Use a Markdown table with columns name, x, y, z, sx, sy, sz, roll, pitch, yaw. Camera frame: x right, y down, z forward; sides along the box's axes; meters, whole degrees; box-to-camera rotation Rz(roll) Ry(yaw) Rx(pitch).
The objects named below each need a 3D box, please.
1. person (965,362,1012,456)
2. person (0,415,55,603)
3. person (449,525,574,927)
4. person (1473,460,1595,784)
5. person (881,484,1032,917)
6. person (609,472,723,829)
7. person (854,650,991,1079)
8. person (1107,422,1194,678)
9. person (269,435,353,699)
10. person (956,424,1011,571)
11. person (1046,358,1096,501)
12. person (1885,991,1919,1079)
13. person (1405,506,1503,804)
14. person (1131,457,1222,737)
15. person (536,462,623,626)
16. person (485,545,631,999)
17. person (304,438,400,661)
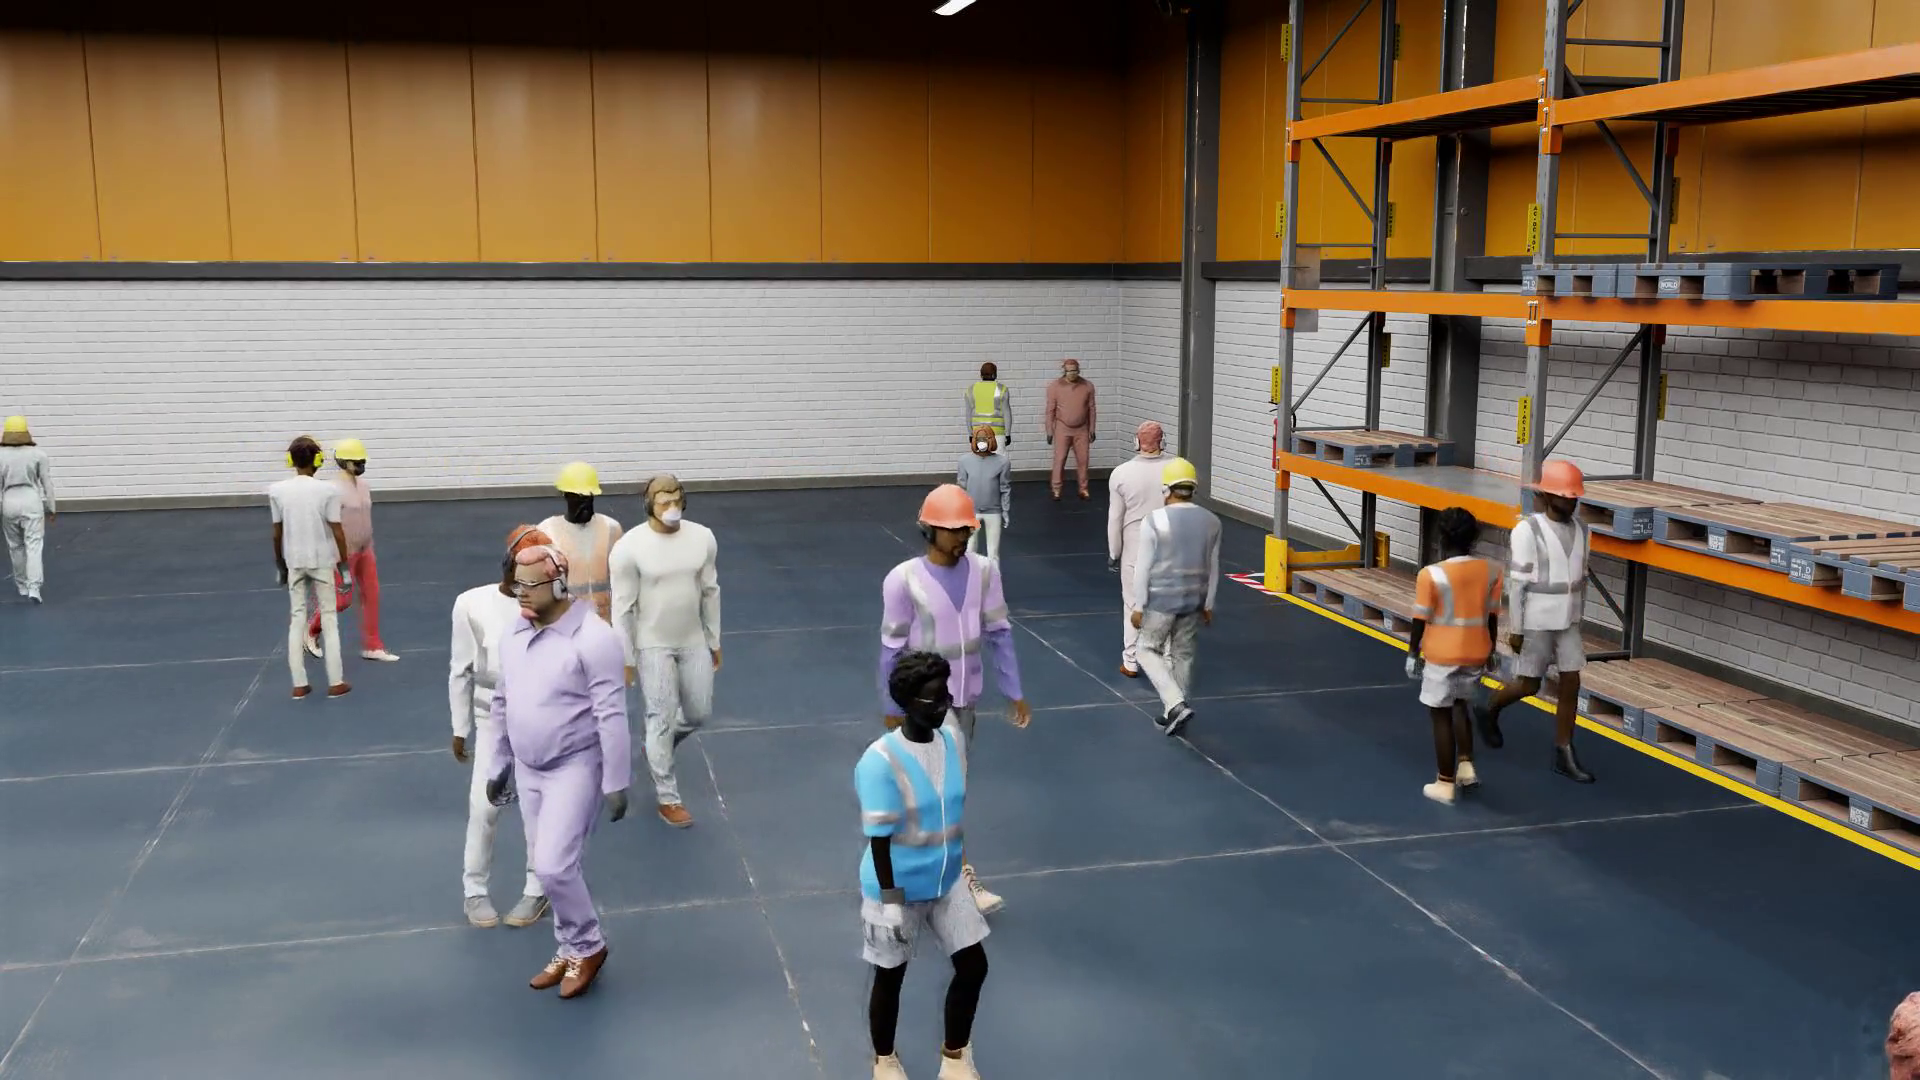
| name | x | y | z | sx | sy | sz | roll | pitch | yaw |
| --- | --- | --- | --- | --- | --- | --- | --- | --- | --- |
| person | 0.384 | -1.389 | 21.611 | 0.627 | 1.844 | 0.429 | 3 | 10 | 20 |
| person | -8.550 | -0.288 | 15.177 | 0.499 | 1.702 | 0.894 | -4 | 10 | -25 |
| person | -2.030 | 0.849 | 7.640 | 0.596 | 1.850 | 0.394 | -2 | 9 | -11 |
| person | 3.461 | 0.452 | 9.943 | 0.555 | 1.911 | 0.789 | -4 | 10 | -21 |
| person | -0.003 | 0.740 | 7.832 | 0.630 | 1.998 | 1.012 | -6 | 11 | -35 |
| person | -1.624 | 0.573 | 9.091 | 0.639 | 1.926 | 0.606 | -7 | 12 | -38 |
| person | -0.110 | 1.222 | 5.826 | 0.541 | 1.679 | 0.582 | -9 | 12 | -43 |
| person | 1.402 | 0.077 | 12.284 | 0.639 | 1.902 | 0.407 | 0 | 9 | 0 |
| person | -4.537 | 0.195 | 11.685 | 0.530 | 1.860 | 0.347 | 0 | 9 | -2 |
| person | 0.209 | -0.231 | 15.025 | 0.497 | 1.634 | 0.279 | 1 | 9 | 6 |
| person | 1.462 | -1.445 | 21.847 | 0.665 | 1.885 | 0.394 | -1 | 9 | -9 |
| person | 1.530 | 1.607 | 2.829 | 0.870 | 1.871 | 0.633 | 7 | 11 | 37 |
| person | 2.774 | 0.648 | 9.387 | 0.547 | 1.682 | 0.379 | -3 | 10 | -18 |
| person | 1.387 | 0.384 | 10.608 | 0.615 | 1.819 | 0.515 | -4 | 10 | -24 |
| person | -2.313 | 0.453 | 9.984 | 0.589 | 1.895 | 0.888 | -8 | 12 | -41 |
| person | -1.680 | 0.955 | 6.839 | 0.680 | 1.887 | 0.487 | 7 | 11 | 35 |
| person | -4.723 | 0.081 | 12.763 | 0.686 | 1.746 | 0.528 | 3 | 9 | 16 |
